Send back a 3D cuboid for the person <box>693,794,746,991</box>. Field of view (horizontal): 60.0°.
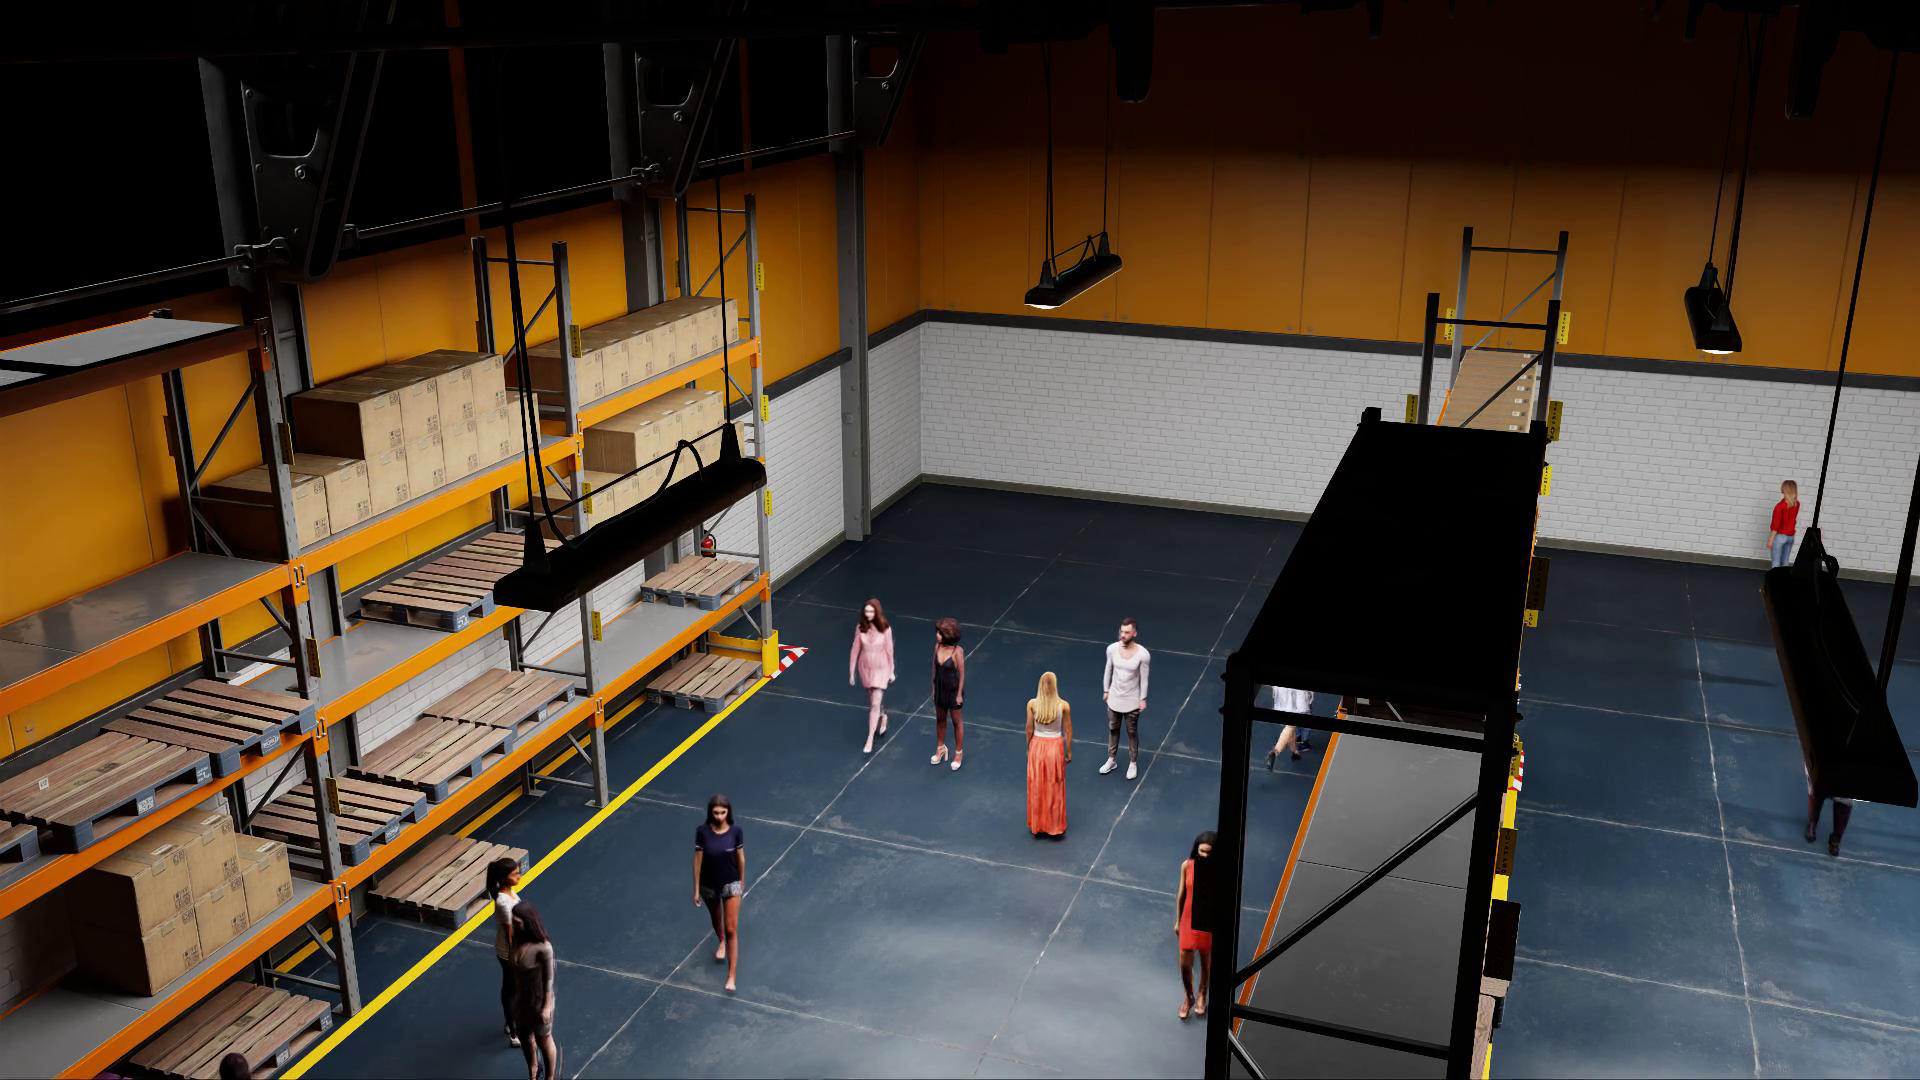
[{"bbox_3d":[-2.110,3.000,14.610,0.889,1.717,1.194,-1,19,-2],"label":"person"}]

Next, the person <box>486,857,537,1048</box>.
[{"bbox_3d":[-3.691,3.362,13.652,0.709,1.642,0.635,-7,20,-19],"label":"person"}]

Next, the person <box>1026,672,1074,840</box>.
[{"bbox_3d":[0.887,2.181,16.909,0.651,1.803,0.604,4,19,13],"label":"person"}]

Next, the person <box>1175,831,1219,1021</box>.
[{"bbox_3d":[2.052,3.200,14.036,0.610,1.706,0.604,6,20,17],"label":"person"}]

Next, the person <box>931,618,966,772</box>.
[{"bbox_3d":[-0.123,1.685,18.407,0.632,1.787,0.646,13,23,34],"label":"person"}]

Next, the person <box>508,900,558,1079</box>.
[{"bbox_3d":[-3.289,3.560,12.907,0.640,1.743,0.574,12,22,33],"label":"person"}]

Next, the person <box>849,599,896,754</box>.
[{"bbox_3d":[-0.954,1.495,19.027,0.682,1.750,1.114,5,19,15],"label":"person"}]

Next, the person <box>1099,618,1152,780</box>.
[{"bbox_3d":[1.810,1.710,18.247,0.689,1.840,0.590,9,21,25],"label":"person"}]

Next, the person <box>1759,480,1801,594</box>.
[{"bbox_3d":[11.684,-0.026,23.617,0.670,1.704,0.733,-9,20,-24],"label":"person"}]
